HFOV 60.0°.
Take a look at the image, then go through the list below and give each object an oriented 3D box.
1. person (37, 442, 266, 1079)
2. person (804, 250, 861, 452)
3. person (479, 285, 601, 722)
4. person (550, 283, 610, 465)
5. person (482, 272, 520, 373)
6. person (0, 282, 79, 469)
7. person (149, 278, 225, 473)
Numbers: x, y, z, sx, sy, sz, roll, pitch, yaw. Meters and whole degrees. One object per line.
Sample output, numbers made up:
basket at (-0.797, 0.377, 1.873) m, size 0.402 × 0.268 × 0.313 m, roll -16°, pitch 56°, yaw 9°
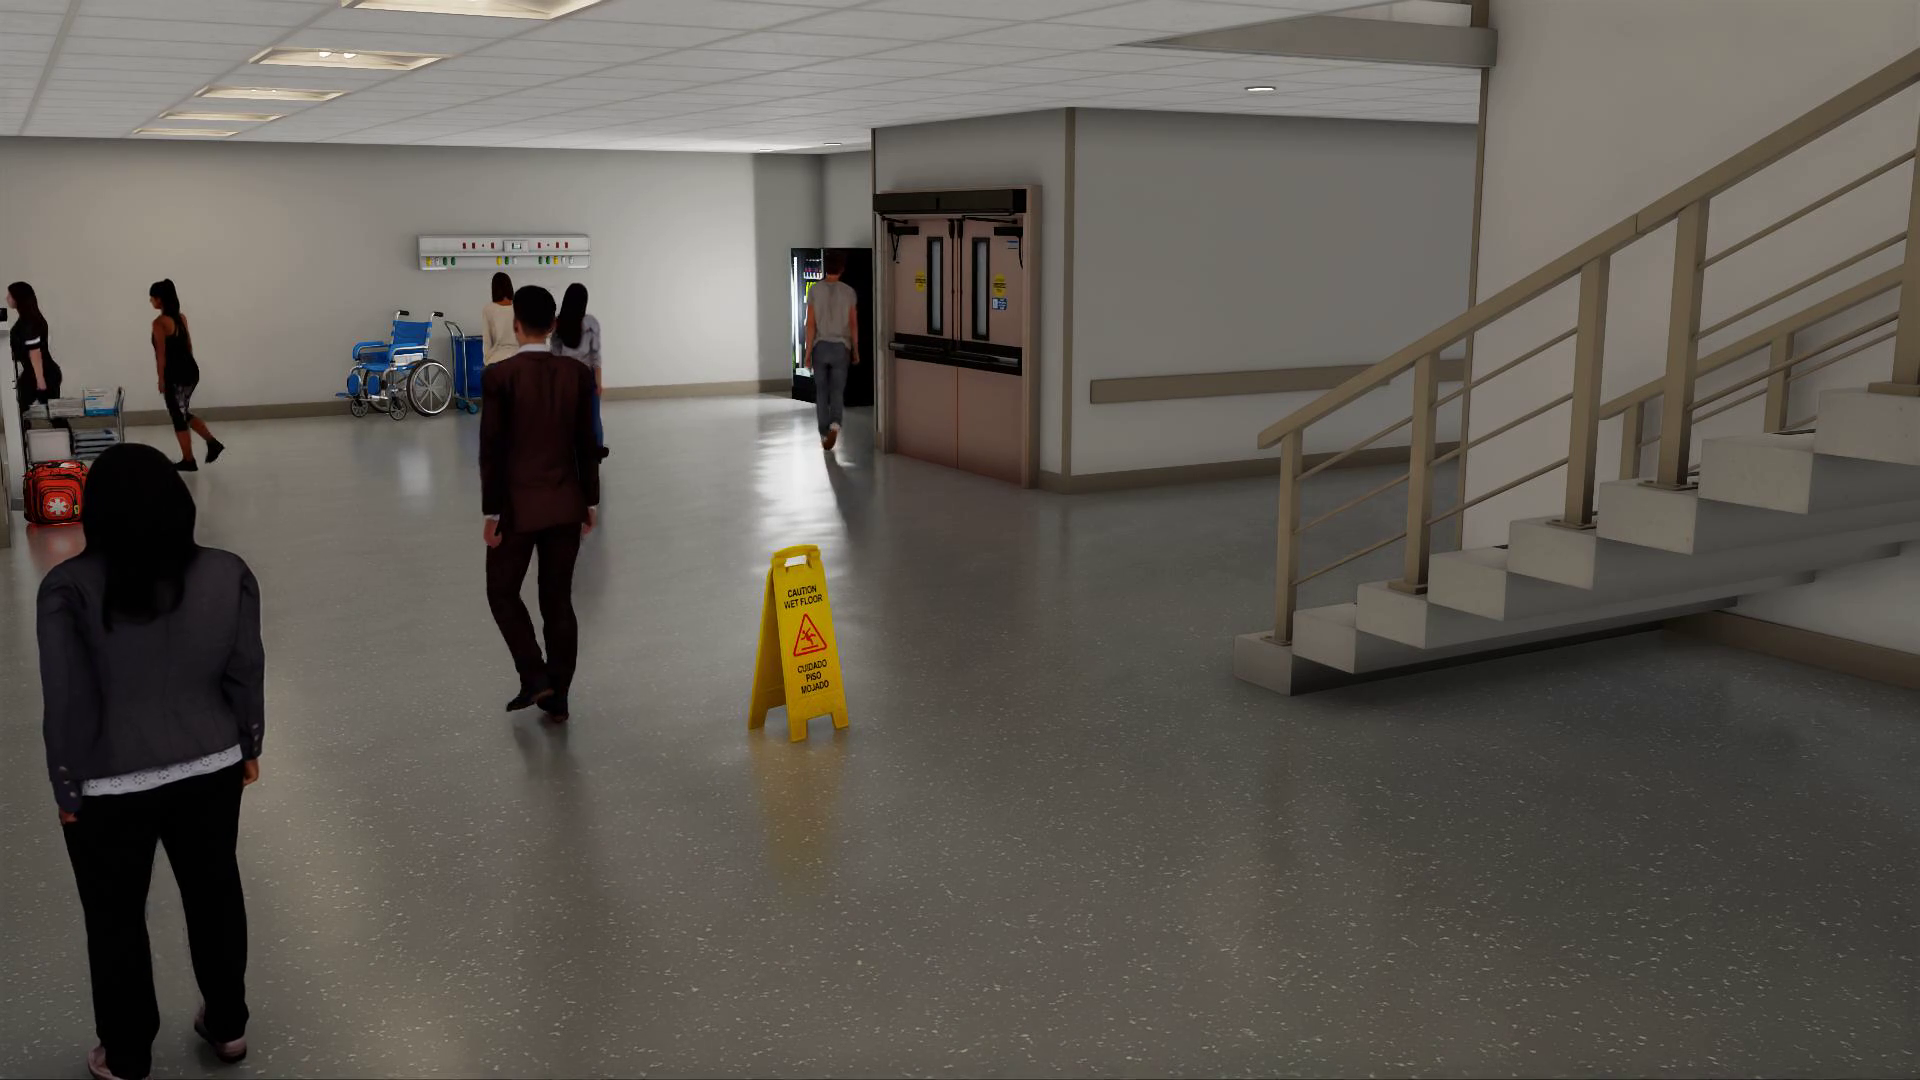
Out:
person at (-1.984, 0.556, 4.094) m, size 0.741 × 1.593 × 0.741 m, roll 10°, pitch 15°, yaw 43°
person at (-1.187, -1.726, 15.432) m, size 1.024 × 1.850 × 1.294 m, roll -1°, pitch 11°, yaw -6°
person at (-1.749, -0.124, 6.992) m, size 0.714 × 1.850 × 0.640 m, roll -7°, pitch 13°, yaw -34°
person at (-3.263, -1.332, 14.077) m, size 0.997 × 1.582 × 1.117 m, roll 1°, pitch 11°, yaw 7°
person at (-4.208, -1.645, 15.468) m, size 0.605 × 1.678 × 0.533 m, roll -6°, pitch 12°, yaw -28°
person at (-7.872, -1.407, 14.381) m, size 0.805 × 1.616 × 0.840 m, roll -2°, pitch 11°, yaw -10°
person at (-6.608, -1.395, 14.220) m, size 0.827 × 1.652 × 0.786 m, roll 1°, pitch 11°, yaw 5°
